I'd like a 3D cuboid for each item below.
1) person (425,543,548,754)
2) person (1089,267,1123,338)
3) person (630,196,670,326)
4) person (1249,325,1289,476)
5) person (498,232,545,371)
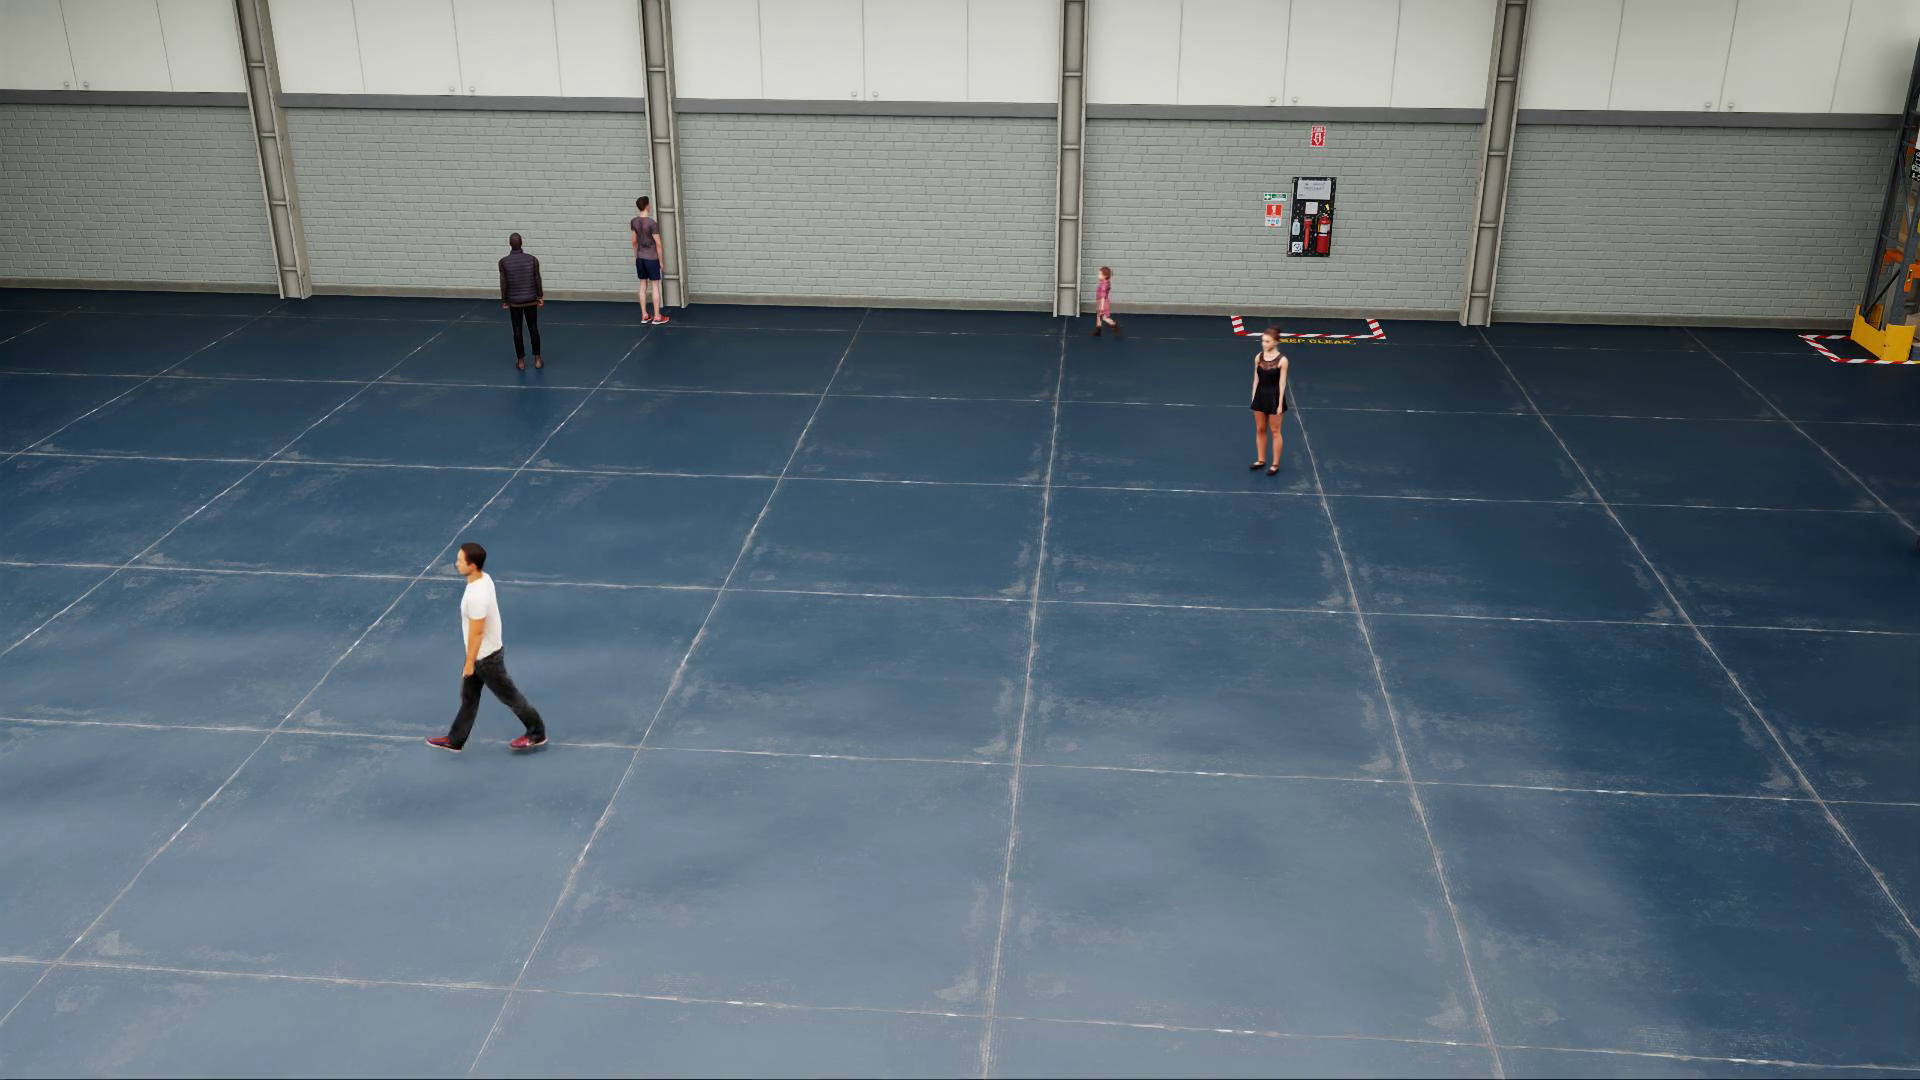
[{"bbox_3d":[-3.535,0.861,12.724,1.236,1.756,0.954,-7,24,-16],"label":"person"},{"bbox_3d":[2.074,-3.371,23.628,0.676,1.011,0.429,3,23,6],"label":"person"},{"bbox_3d":[-4.545,-4.073,24.201,0.610,1.853,0.770,10,25,23],"label":"person"},{"bbox_3d":[3.456,-1.571,18.539,0.675,1.681,0.752,20,30,39],"label":"person"},{"bbox_3d":[-5.827,-3.186,22.137,0.672,1.836,0.838,-8,24,-17],"label":"person"}]
